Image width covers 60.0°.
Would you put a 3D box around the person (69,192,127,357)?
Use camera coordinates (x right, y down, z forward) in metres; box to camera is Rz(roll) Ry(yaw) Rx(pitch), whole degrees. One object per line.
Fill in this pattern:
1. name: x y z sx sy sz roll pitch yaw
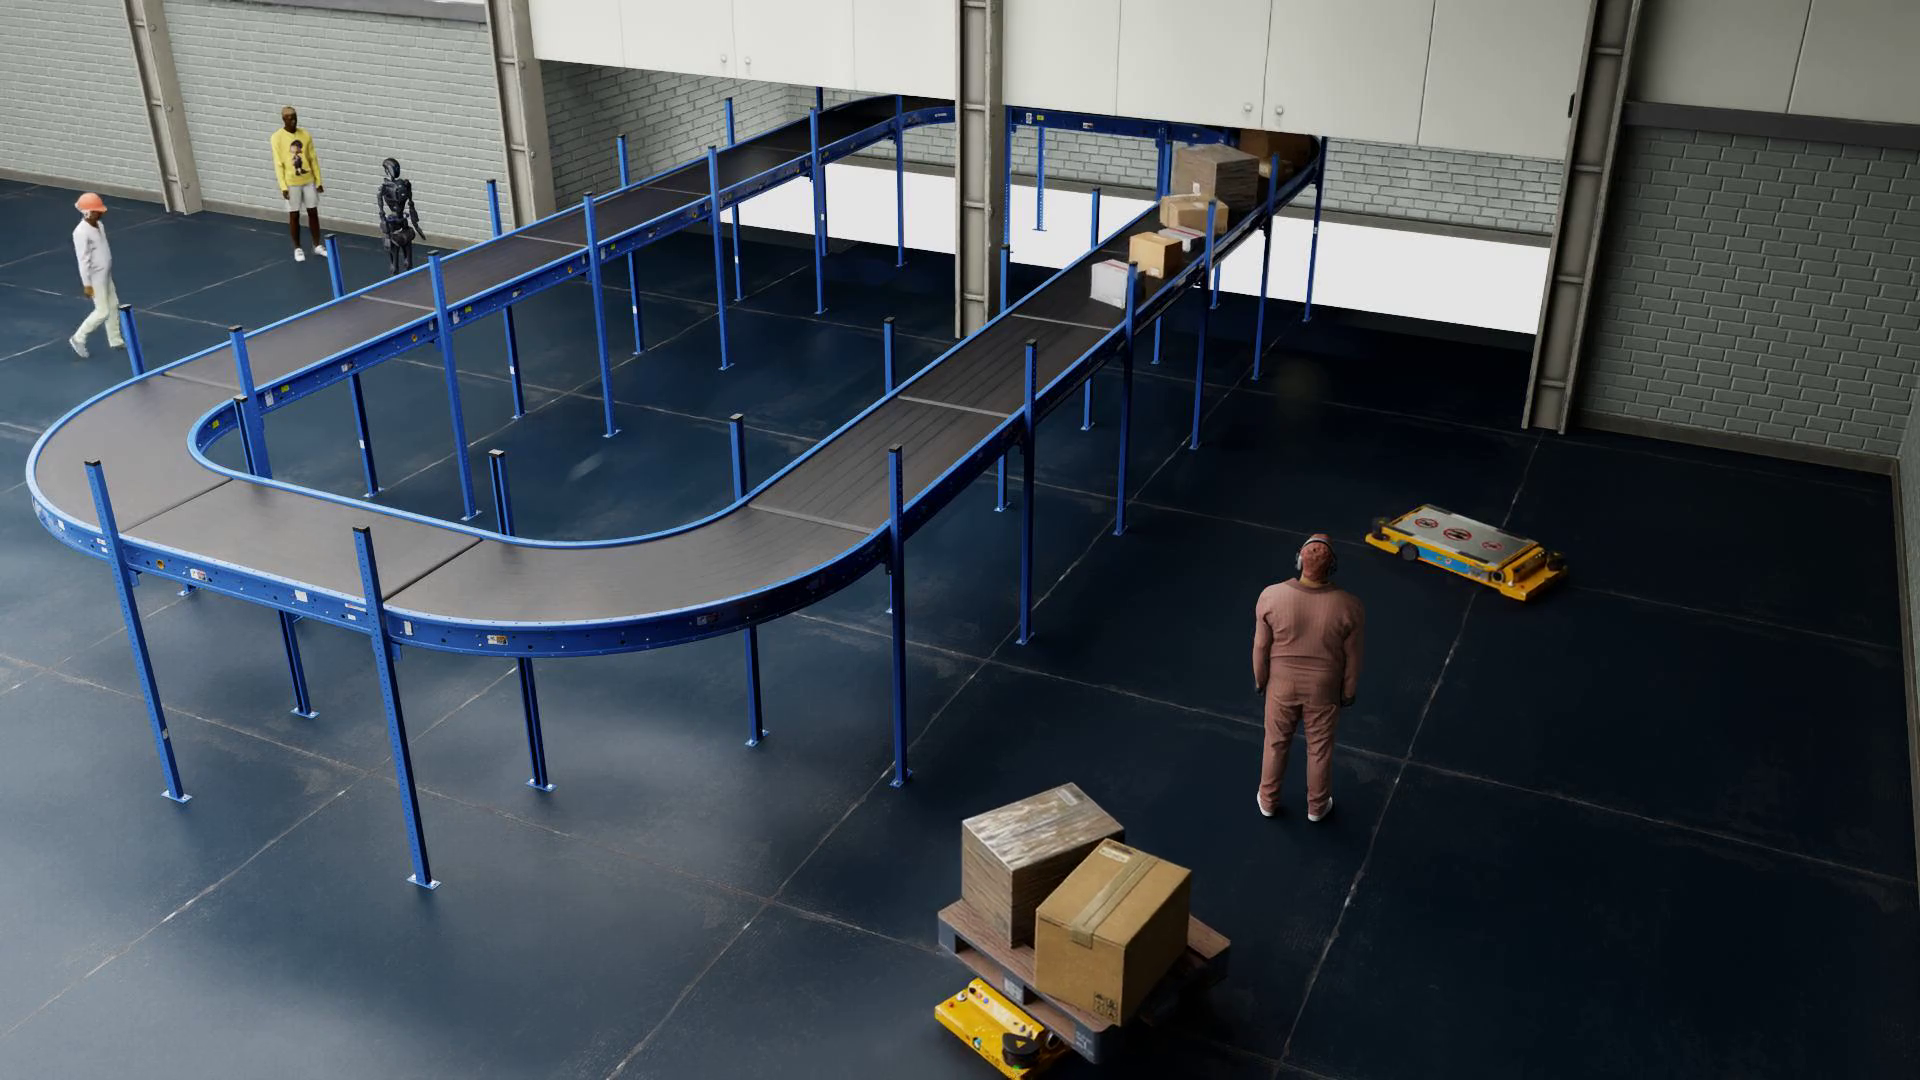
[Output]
1. person: -9.100 -2.777 17.436 0.606 1.727 0.584 -5 27 -9

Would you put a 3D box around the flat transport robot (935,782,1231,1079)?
1. flat transport robot: 0.627 2.319 8.803 1.431 0.231 0.659 -21 34 -36

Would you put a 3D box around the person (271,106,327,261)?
1. person: -8.159 -4.406 20.539 0.542 1.891 0.358 -21 33 -36

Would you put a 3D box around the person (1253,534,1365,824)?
1. person: 2.064 0.838 9.947 0.641 1.908 0.413 6 27 13

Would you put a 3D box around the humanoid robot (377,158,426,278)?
1. humanoid robot: -6.400 -3.539 19.008 0.315 1.657 0.599 12 29 23

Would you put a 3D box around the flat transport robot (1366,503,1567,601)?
1. flat transport robot: 4.048 0.075 13.325 0.659 0.231 1.431 -24 35 -39
